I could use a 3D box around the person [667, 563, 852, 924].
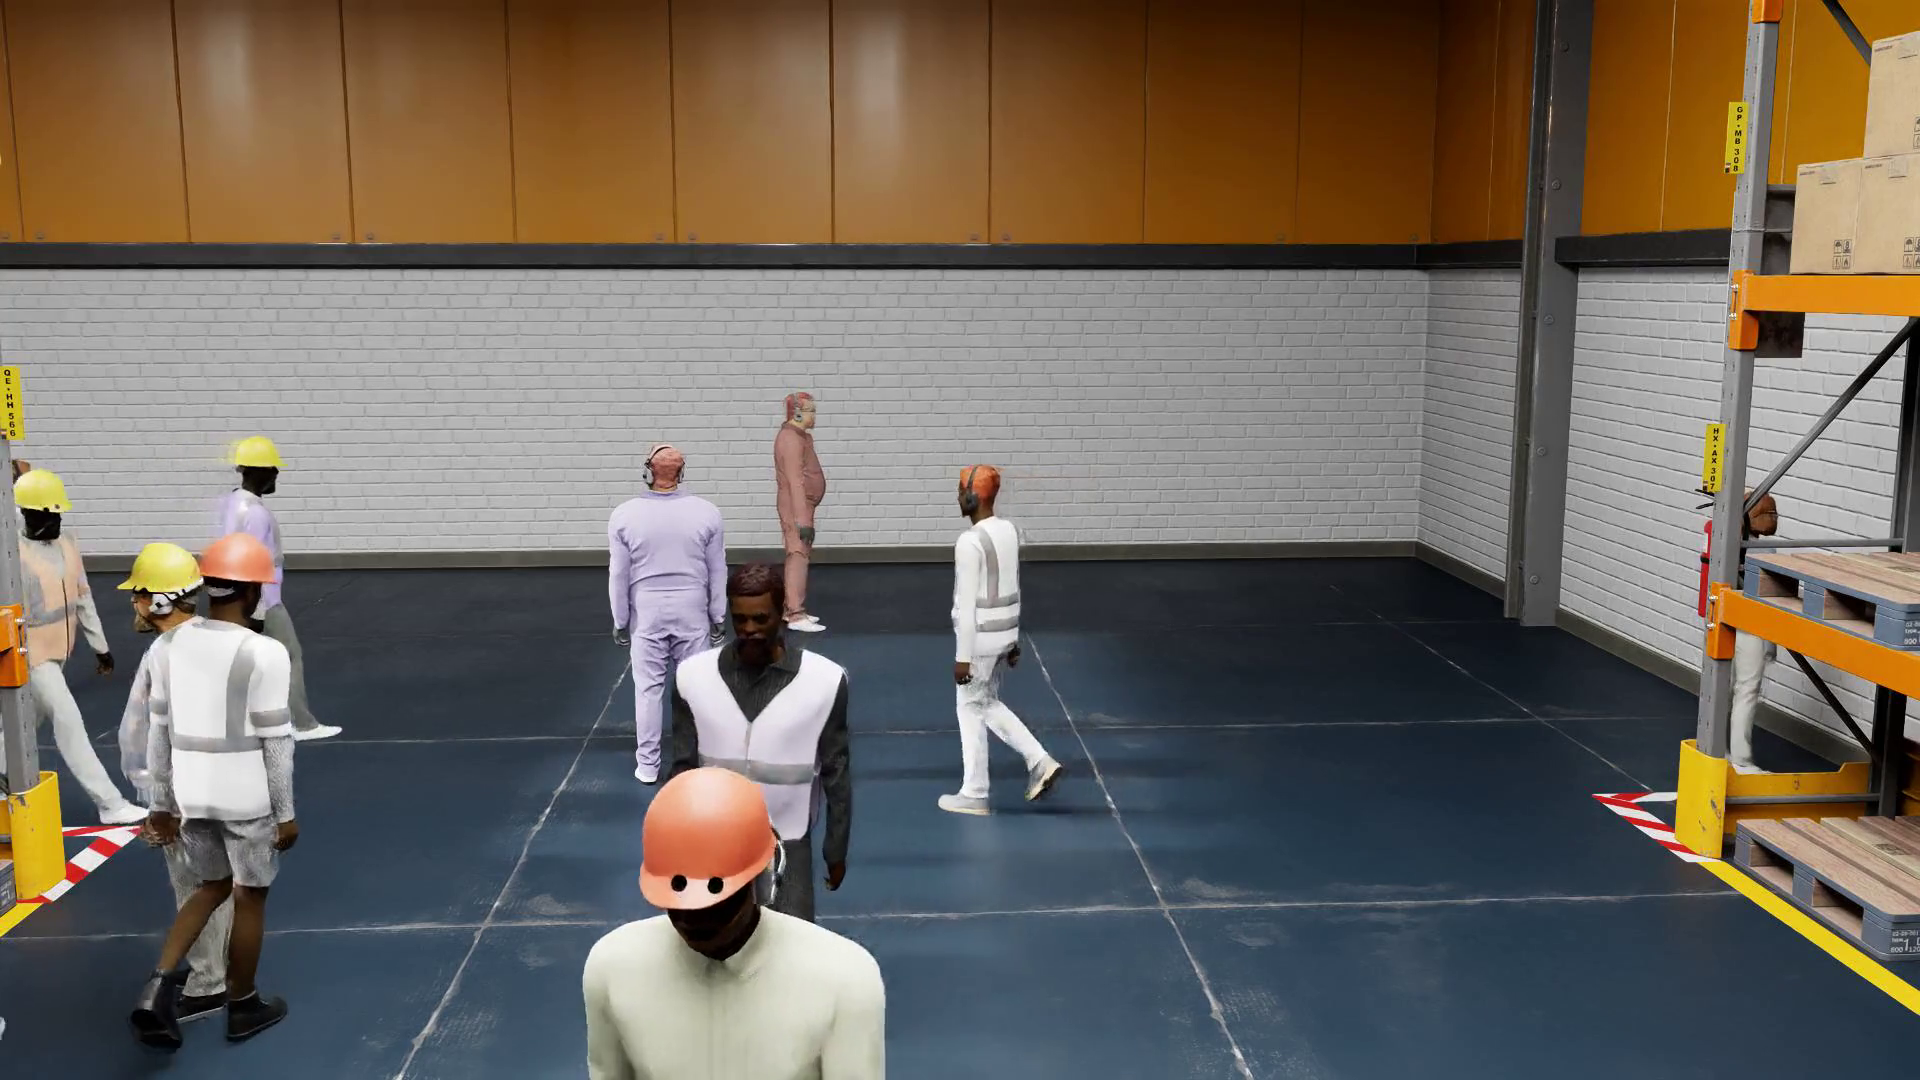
[{"bbox_3d":[-0.673,1.010,5.557,0.604,1.906,0.438,1,9,7],"label":"person"}]

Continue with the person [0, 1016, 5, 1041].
[{"bbox_3d":[-1.688,1.503,2.481,0.645,1.908,0.972,9,13,43],"label":"person"}]

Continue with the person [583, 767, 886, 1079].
[{"bbox_3d":[-0.432,1.369,3.158,0.618,1.934,0.970,0,9,2],"label":"person"}]

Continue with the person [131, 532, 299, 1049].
[{"bbox_3d":[-2.678,0.936,6.012,0.559,1.907,0.623,3,9,16],"label":"person"}]

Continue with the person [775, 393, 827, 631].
[{"bbox_3d":[-1.266,-0.217,13.310,0.397,1.904,0.675,-1,9,-7],"label":"person"}]

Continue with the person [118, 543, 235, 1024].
[{"bbox_3d":[-2.975,0.917,6.351,0.403,1.834,0.589,-2,9,-14],"label":"person"}]

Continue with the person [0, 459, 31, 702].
[{"bbox_3d":[-6.220,0.285,10.949,0.516,1.636,0.314,4,10,26],"label":"person"}]

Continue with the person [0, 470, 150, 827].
[{"bbox_3d":[-4.689,0.565,8.498,1.017,1.868,0.608,0,9,2],"label":"person"}]

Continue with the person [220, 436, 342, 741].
[{"bbox_3d":[-4.256,0.323,9.902,0.907,1.898,0.591,-8,12,-41],"label":"person"}]

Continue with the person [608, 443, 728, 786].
[{"bbox_3d":[-1.618,0.413,9.266,0.651,1.912,0.409,-2,9,-11],"label":"person"}]

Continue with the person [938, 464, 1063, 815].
[{"bbox_3d":[0.184,0.537,8.648,0.566,1.869,0.578,4,10,26],"label":"person"}]

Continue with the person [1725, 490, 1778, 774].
[{"bbox_3d":[4.443,0.527,9.427,0.267,1.633,0.504,-1,9,-9],"label":"person"}]
